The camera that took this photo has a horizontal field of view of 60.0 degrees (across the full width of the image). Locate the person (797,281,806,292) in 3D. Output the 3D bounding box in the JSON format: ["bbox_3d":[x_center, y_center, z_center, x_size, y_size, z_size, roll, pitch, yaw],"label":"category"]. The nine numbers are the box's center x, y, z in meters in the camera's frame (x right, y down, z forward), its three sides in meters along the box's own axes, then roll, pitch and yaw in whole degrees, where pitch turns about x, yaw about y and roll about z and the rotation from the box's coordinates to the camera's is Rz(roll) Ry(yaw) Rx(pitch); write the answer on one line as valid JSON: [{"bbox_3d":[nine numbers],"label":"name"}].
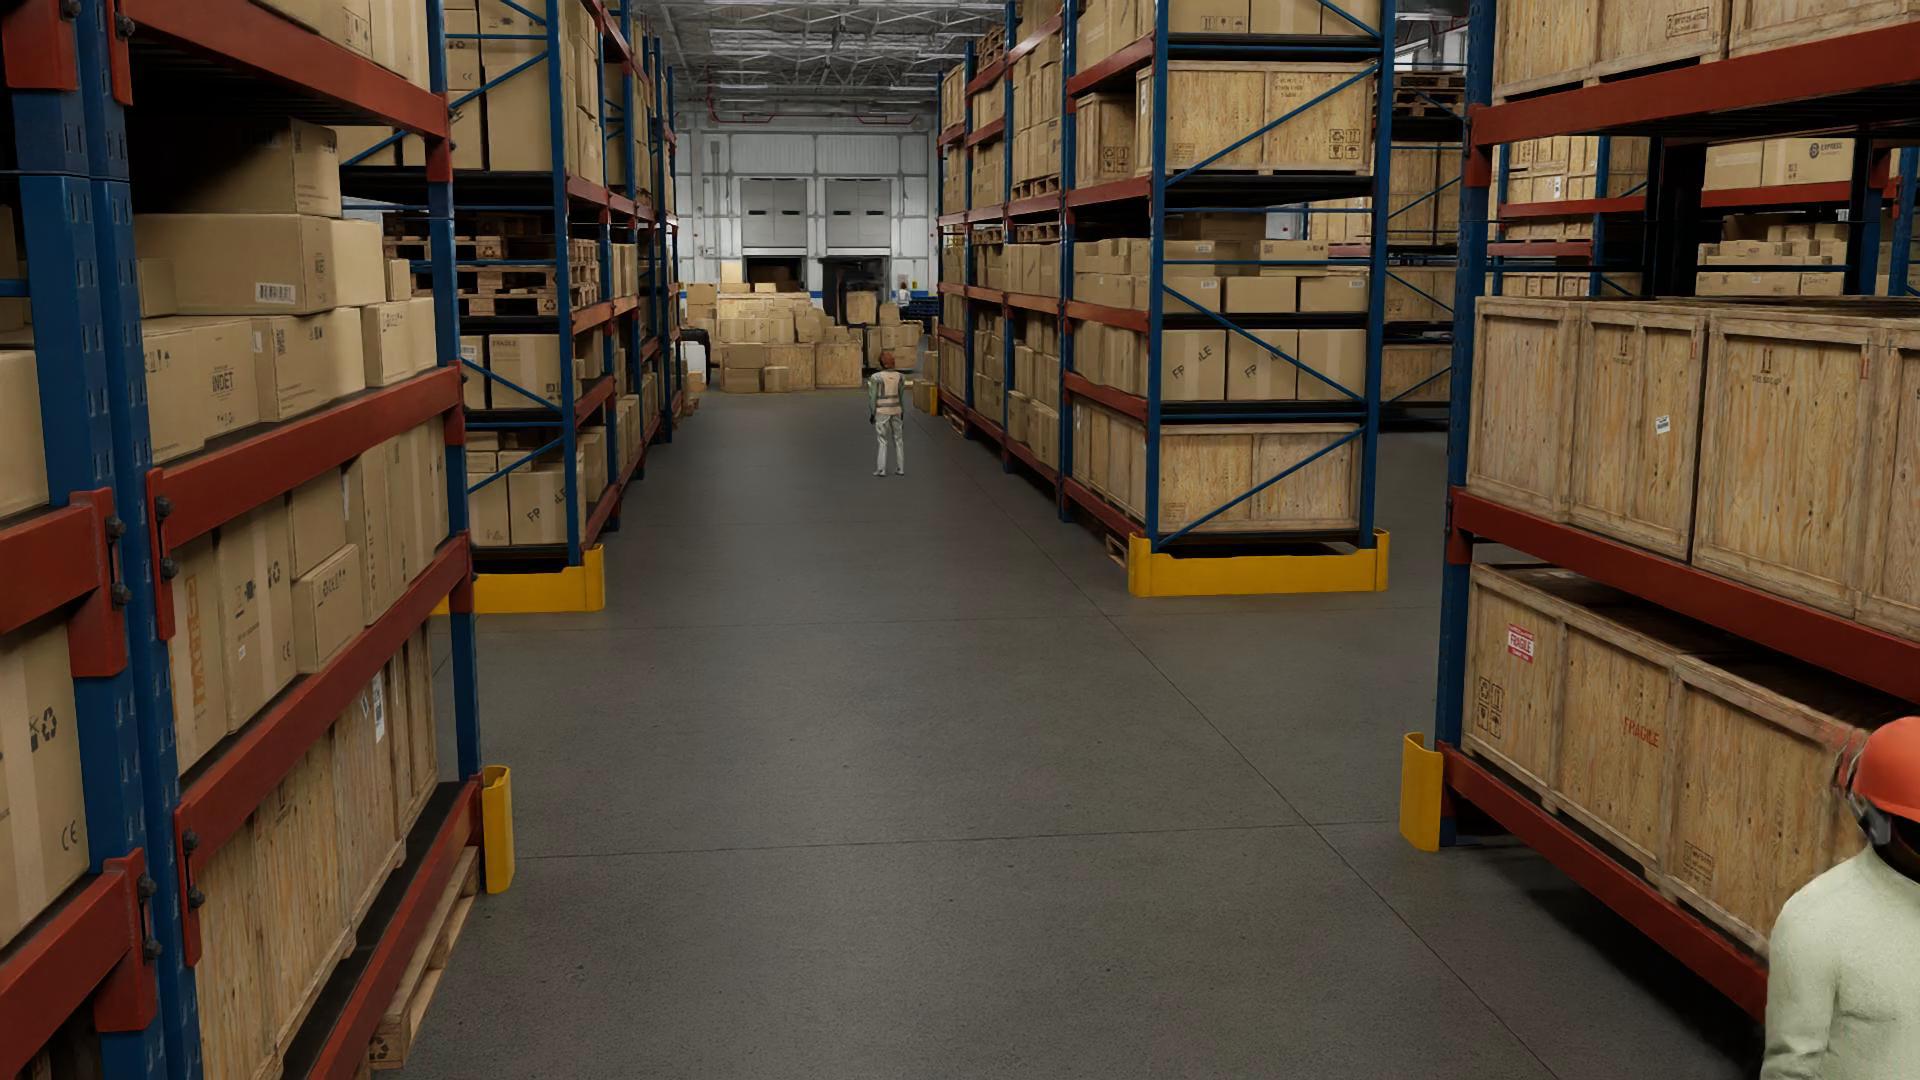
[{"bbox_3d":[-5.742,-8.433,60.400,0.371,1.941,0.627,-3,10,-18],"label":"person"}]

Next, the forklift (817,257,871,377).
[{"bbox_3d":[-3.071,-5.231,39.018,1.873,2.768,1.129,-1,10,-7],"label":"forklift"}]

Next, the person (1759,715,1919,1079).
[{"bbox_3d":[1.955,1.310,3.573,0.640,1.969,0.515,-4,11,-22],"label":"person"}]

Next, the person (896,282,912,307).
[{"bbox_3d":[-2.085,-8.858,63.169,0.584,1.830,0.979,4,10,22],"label":"person"}]

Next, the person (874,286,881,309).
[{"bbox_3d":[-3.520,-9.934,70.158,0.901,1.589,0.510,-2,10,-14],"label":"person"}]

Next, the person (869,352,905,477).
[{"bbox_3d":[-0.947,-1.644,21.778,0.511,1.630,0.315,-6,11,-31],"label":"person"}]

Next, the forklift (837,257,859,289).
[{"bbox_3d":[-3.284,-6.565,46.785,1.129,2.768,1.873,-1,10,-7],"label":"forklift"}]
